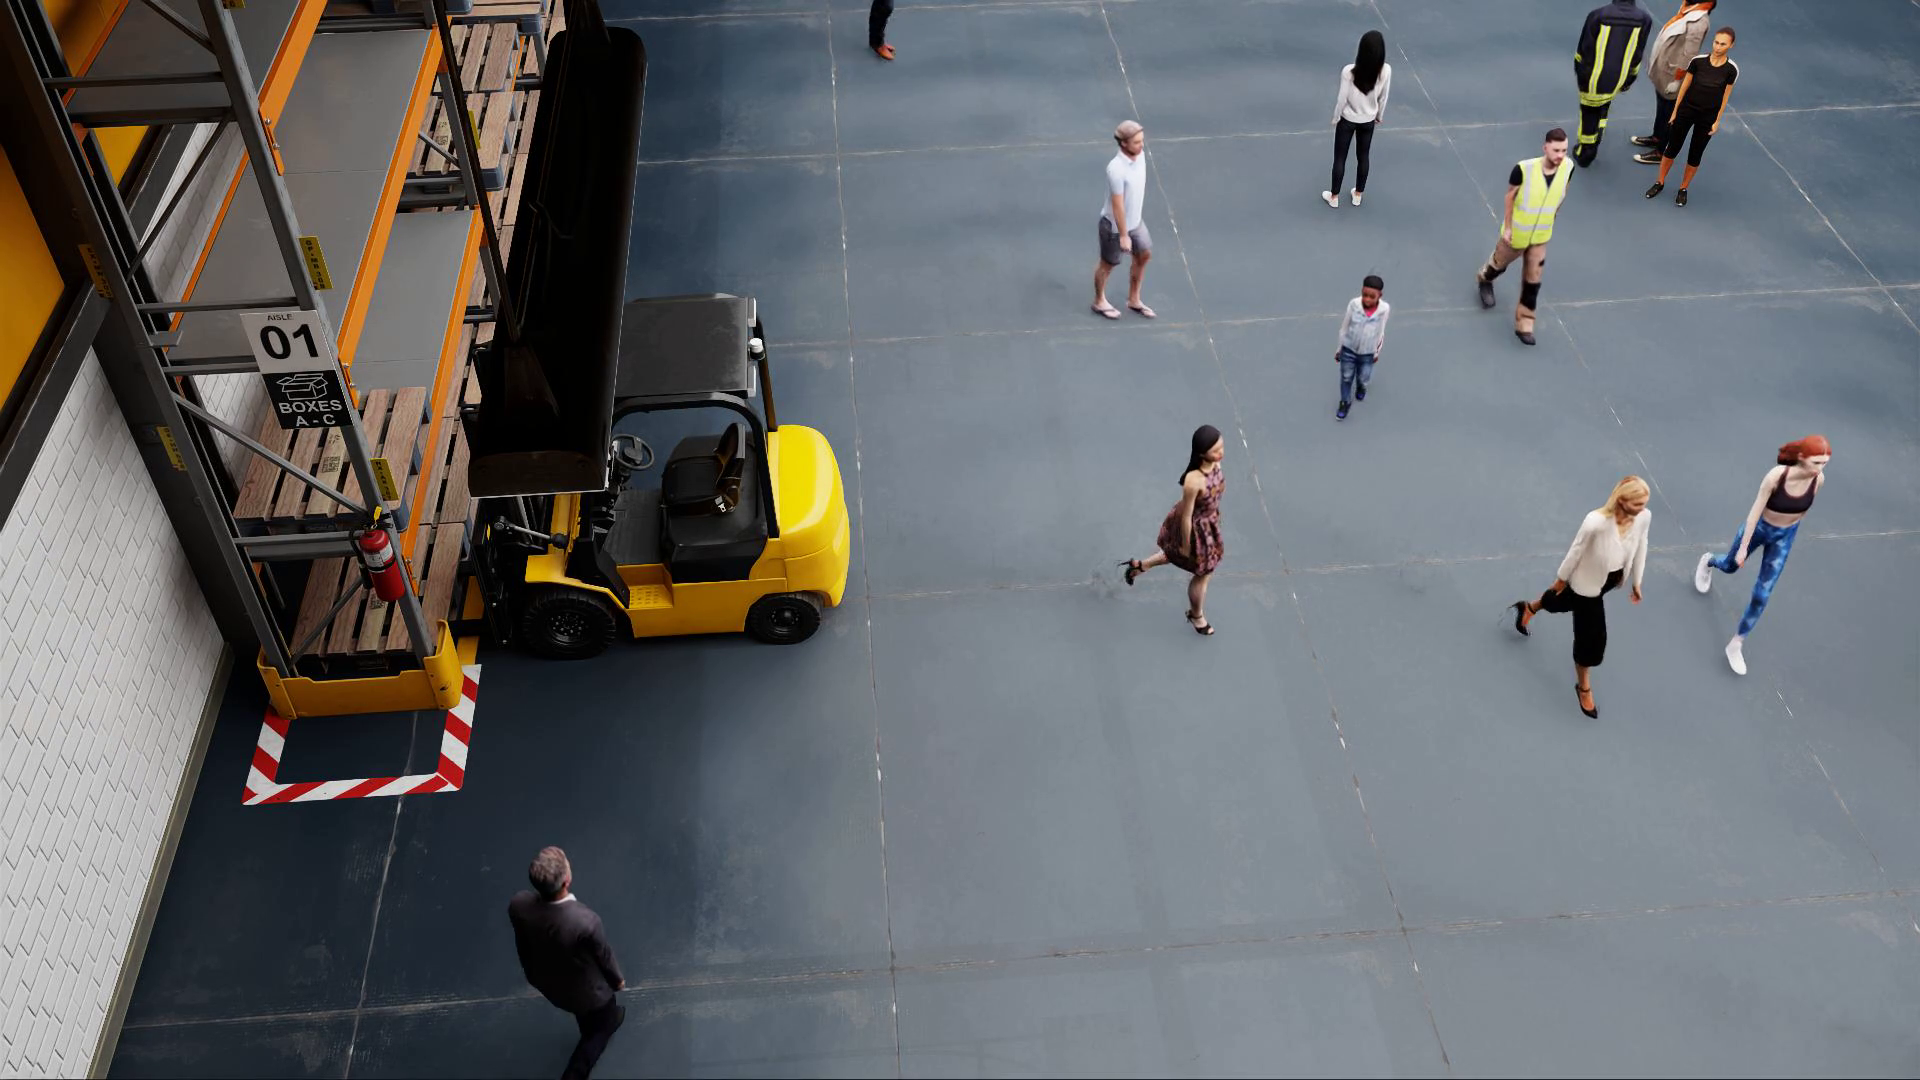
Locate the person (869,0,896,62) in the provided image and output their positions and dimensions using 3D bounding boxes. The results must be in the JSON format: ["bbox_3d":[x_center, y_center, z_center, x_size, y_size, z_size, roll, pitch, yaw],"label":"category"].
[{"bbox_3d":[-0.885,-5.819,16.949,0.854,1.770,0.781,22,48,22],"label":"person"}]

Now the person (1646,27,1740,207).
[{"bbox_3d":[6.618,-3.820,14.924,0.667,1.669,0.700,23,48,22],"label":"person"}]

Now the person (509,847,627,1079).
[{"bbox_3d":[-1.990,2.276,8.430,1.018,1.801,1.160,19,47,19],"label":"person"}]

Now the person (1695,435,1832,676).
[{"bbox_3d":[5.225,-0.043,10.903,0.684,1.747,1.228,3,44,3],"label":"person"}]

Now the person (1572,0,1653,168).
[{"bbox_3d":[5.960,-4.290,15.321,0.762,1.802,0.781,1,44,1],"label":"person"}]

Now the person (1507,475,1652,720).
[{"bbox_3d":[3.964,0.231,10.564,0.849,1.818,1.249,-15,46,-15],"label":"person"}]

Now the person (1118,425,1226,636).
[{"bbox_3d":[1.477,-0.085,10.940,0.981,1.757,1.014,19,47,19],"label":"person"}]

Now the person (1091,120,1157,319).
[{"bbox_3d":[1.240,-2.609,13.548,0.934,1.814,0.875,30,51,27],"label":"person"}]

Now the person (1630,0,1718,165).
[{"bbox_3d":[6.649,-4.399,15.370,0.833,1.892,0.719,10,44,10],"label":"person"}]

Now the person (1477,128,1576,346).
[{"bbox_3d":[4.571,-2.558,13.496,0.708,1.812,1.125,-2,44,-2],"label":"person"}]

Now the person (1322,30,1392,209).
[{"bbox_3d":[3.548,-3.753,14.833,0.617,1.698,0.555,-6,44,-6],"label":"person"}]

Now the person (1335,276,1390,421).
[{"bbox_3d":[3.092,-1.520,12.814,0.633,1.249,0.738,16,46,16],"label":"person"}]
